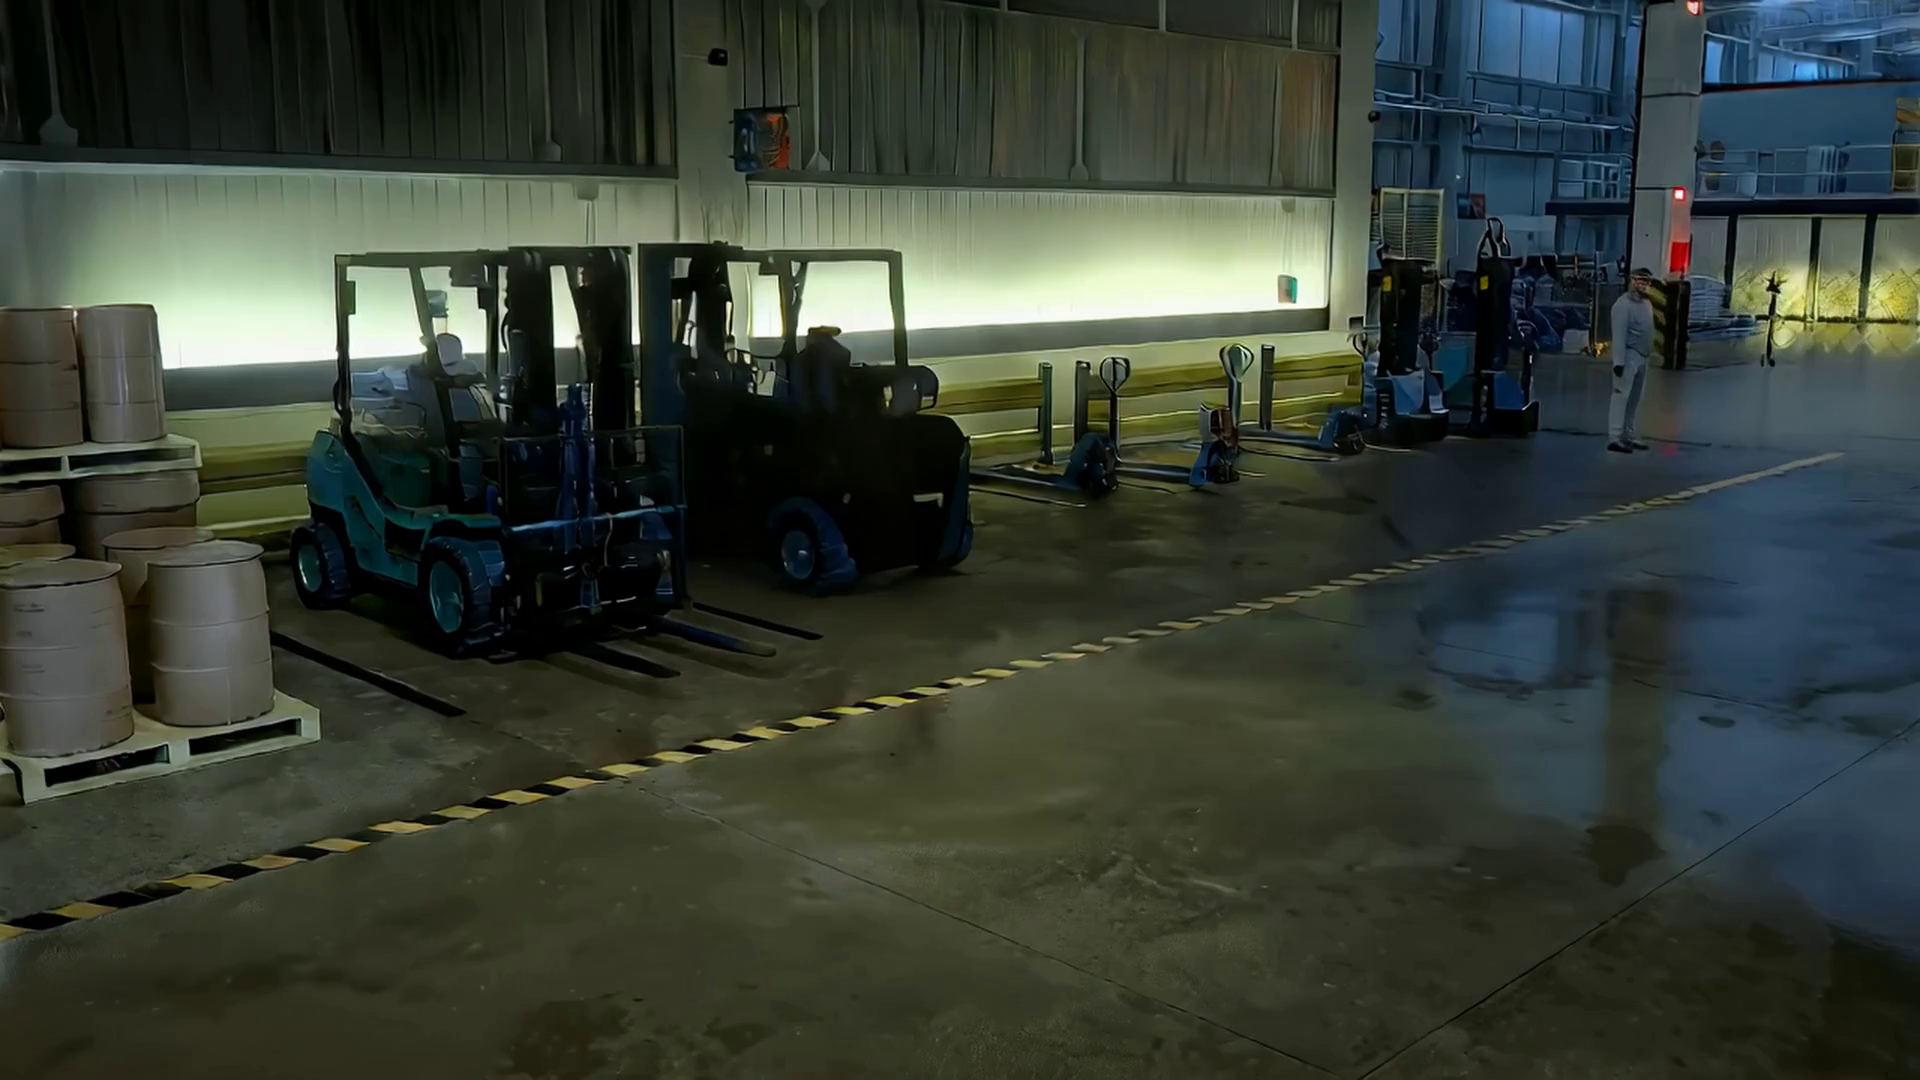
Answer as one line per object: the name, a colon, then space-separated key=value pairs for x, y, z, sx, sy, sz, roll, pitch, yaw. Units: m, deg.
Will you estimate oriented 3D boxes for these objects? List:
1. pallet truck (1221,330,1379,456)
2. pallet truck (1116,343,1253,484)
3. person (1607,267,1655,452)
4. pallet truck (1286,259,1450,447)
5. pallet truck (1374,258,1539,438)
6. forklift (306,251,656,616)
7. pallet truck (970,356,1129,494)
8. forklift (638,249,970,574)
pallet truck: x=3.563 y=-1.581 z=17.381 sx=0.653 sy=1.274 sz=1.630 roll=-10 pitch=14 yaw=-44
pallet truck: x=1.962 y=-1.215 z=15.415 sx=1.522 sy=1.261 sz=0.704 roll=10 pitch=14 yaw=43
person: x=7.013 y=-1.874 z=17.330 sx=0.639 sy=1.908 sz=0.409 roll=-9 pitch=14 yaw=-42
pallet truck: x=4.493 y=-2.078 z=18.196 sx=0.823 sy=1.965 sz=1.885 roll=-9 pitch=14 yaw=-40
pallet truck: x=5.704 y=-2.208 z=18.901 sx=1.885 sy=1.965 sz=0.823 roll=10 pitch=14 yaw=43
forklift: x=-2.833 y=-0.669 z=9.694 sx=1.157 sy=1.987 sz=2.680 roll=-10 pitch=14 yaw=-44
pallet truck: x=0.784 y=-1.085 z=14.876 sx=0.680 sy=1.201 sz=1.601 roll=-10 pitch=14 yaw=-44
forklift: x=-1.173 y=-0.958 z=11.239 sx=2.680 sy=1.987 sz=1.157 roll=10 pitch=14 yaw=43
